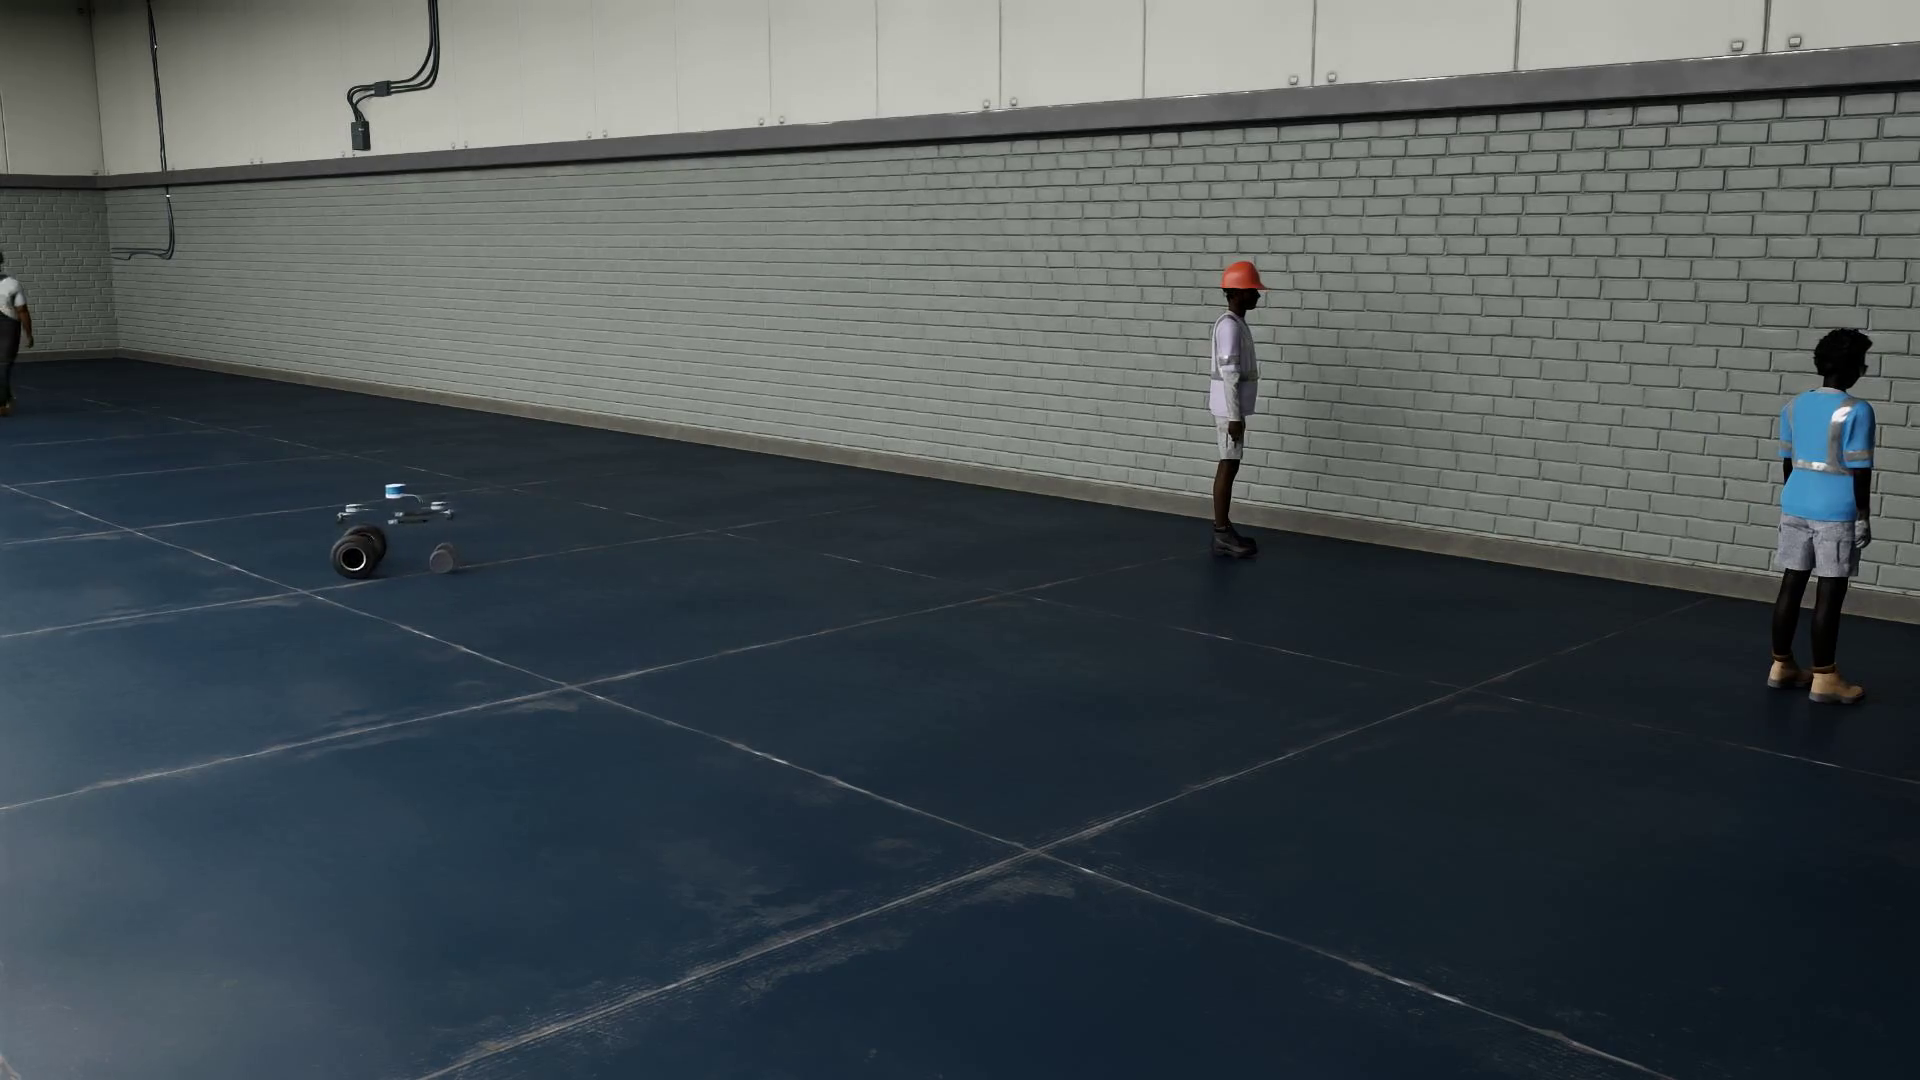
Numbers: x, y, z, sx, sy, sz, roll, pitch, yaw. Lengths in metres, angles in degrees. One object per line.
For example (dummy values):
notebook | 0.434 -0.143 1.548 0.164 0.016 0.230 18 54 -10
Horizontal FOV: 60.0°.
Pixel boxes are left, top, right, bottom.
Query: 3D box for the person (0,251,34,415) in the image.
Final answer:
person | -11.439 -2.507 19.816 0.692 2.000 1.046 -2 11 -9

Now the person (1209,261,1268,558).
person | 1.840 -0.872 11.065 0.360 1.938 0.545 2 11 9

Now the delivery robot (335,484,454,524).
delivery robot | -3.578 -0.237 10.524 0.698 0.223 0.335 -2 11 -11

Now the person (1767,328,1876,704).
person | 3.962 -0.117 7.615 0.319 1.694 0.532 -3 11 -14
